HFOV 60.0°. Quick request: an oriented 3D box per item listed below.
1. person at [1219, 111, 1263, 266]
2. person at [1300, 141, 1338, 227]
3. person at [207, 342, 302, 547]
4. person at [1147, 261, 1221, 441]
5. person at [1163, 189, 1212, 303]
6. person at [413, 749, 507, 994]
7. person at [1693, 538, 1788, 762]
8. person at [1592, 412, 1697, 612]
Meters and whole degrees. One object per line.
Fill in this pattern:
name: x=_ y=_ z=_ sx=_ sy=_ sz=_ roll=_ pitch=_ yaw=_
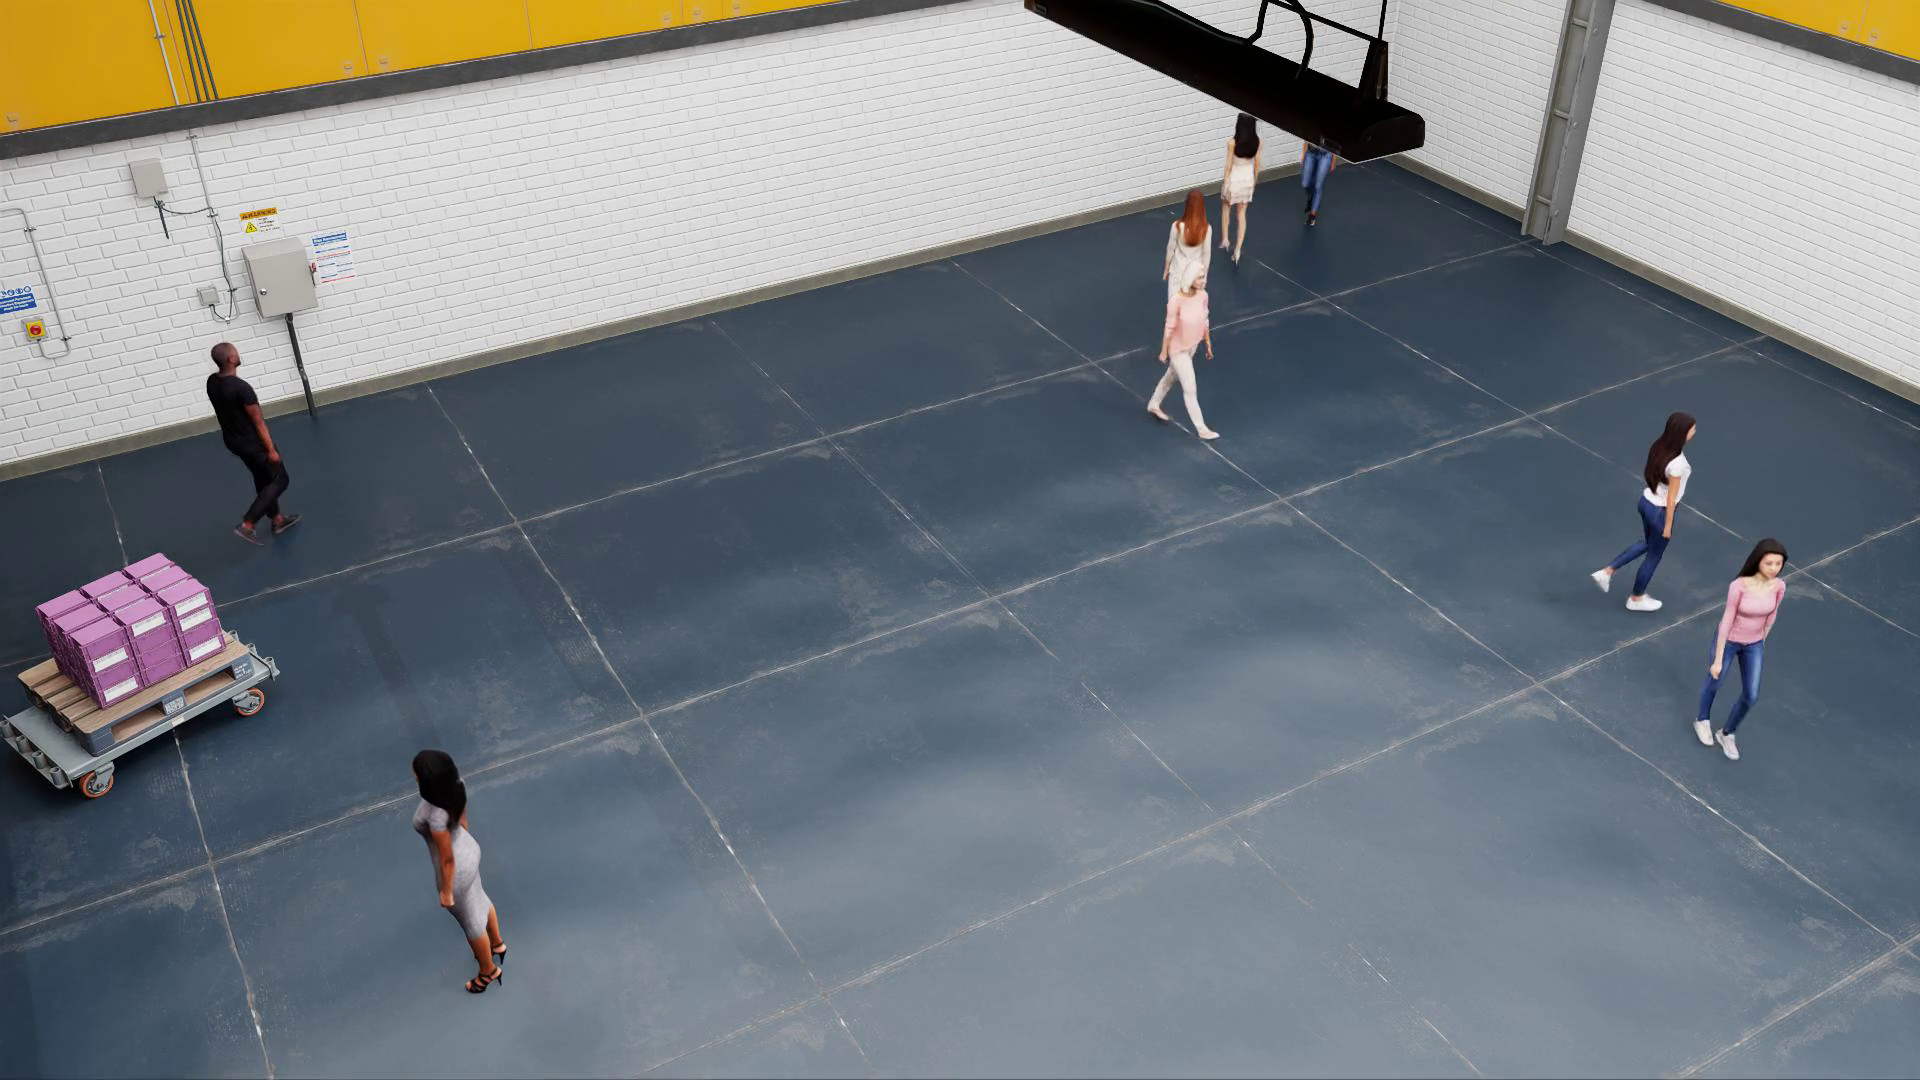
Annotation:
person: x=3.113 y=-3.865 z=18.363 sx=0.725 sy=1.715 sz=0.831 roll=-5 pitch=34 yaw=-7
person: x=4.208 y=-4.502 z=19.413 sx=0.765 sy=1.612 sz=0.824 roll=13 pitch=36 yaw=19
person: x=-5.837 y=-0.747 z=13.587 sx=0.980 sy=1.809 sz=0.979 roll=21 pitch=39 yaw=28
person: x=1.986 y=-1.777 z=15.262 sx=0.769 sy=1.669 sz=1.175 roll=-26 pitch=42 yaw=-34
person: x=2.253 y=-2.614 z=16.500 sx=0.870 sy=1.694 sz=1.071 roll=-2 pitch=34 yaw=-2
person: x=-2.889 y=1.908 z=9.619 sx=0.735 sy=1.780 sz=0.636 roll=1 pitch=34 yaw=1
person: x=5.351 y=0.680 z=11.511 sx=0.723 sy=1.730 sz=0.795 roll=1 pitch=34 yaw=2
person: x=5.281 y=-0.202 z=12.809 sx=0.882 sy=1.763 sz=0.862 roll=1 pitch=34 yaw=2
